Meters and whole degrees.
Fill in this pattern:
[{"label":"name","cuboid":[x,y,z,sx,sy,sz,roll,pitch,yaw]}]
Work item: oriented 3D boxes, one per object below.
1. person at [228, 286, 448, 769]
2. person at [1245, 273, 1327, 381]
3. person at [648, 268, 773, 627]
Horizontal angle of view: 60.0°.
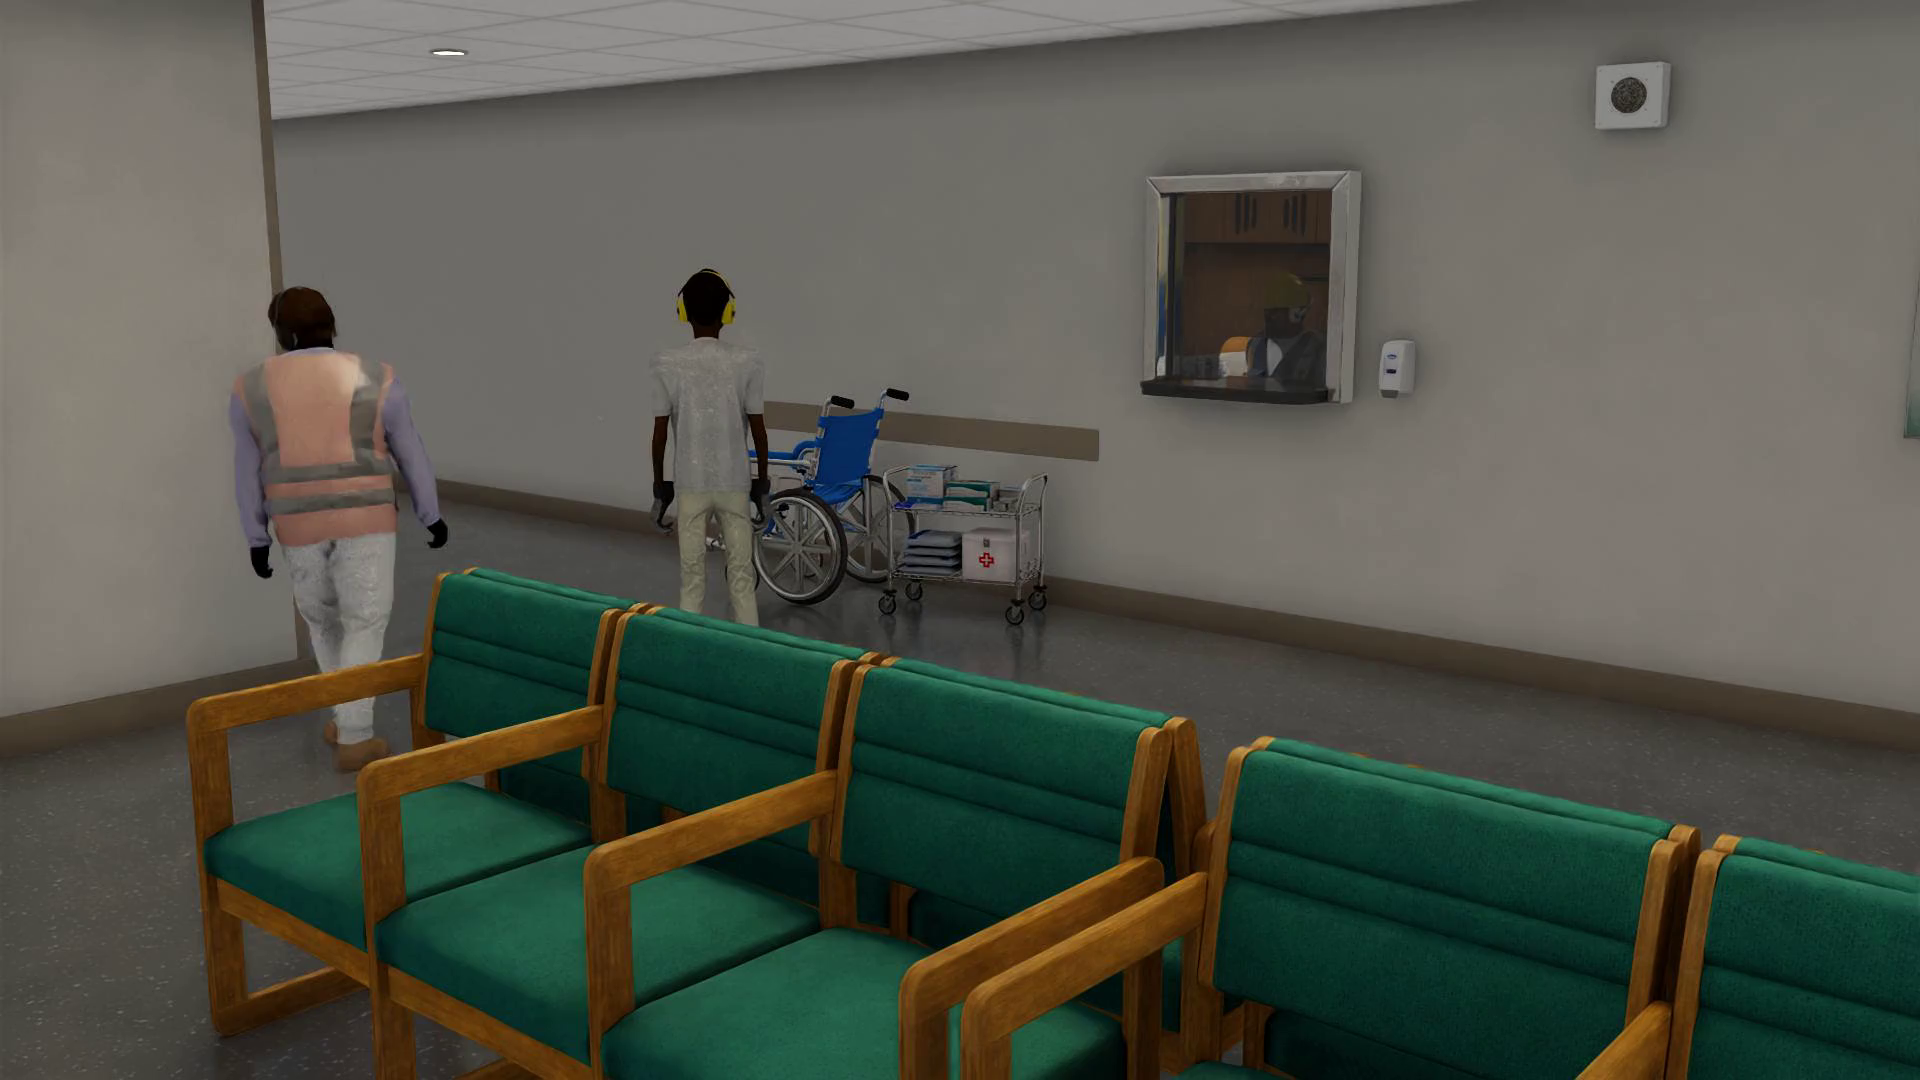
[{"label":"person","cuboid":[-2.342,-0.047,6.326,0.729,1.816,0.565,-2,10,-10]},{"label":"person","cuboid":[1.730,-0.508,8.914,0.404,1.828,0.591,-9,13,-42]},{"label":"person","cuboid":[-1.052,-0.199,7.027,0.517,1.873,0.328,-1,10,-6]}]
